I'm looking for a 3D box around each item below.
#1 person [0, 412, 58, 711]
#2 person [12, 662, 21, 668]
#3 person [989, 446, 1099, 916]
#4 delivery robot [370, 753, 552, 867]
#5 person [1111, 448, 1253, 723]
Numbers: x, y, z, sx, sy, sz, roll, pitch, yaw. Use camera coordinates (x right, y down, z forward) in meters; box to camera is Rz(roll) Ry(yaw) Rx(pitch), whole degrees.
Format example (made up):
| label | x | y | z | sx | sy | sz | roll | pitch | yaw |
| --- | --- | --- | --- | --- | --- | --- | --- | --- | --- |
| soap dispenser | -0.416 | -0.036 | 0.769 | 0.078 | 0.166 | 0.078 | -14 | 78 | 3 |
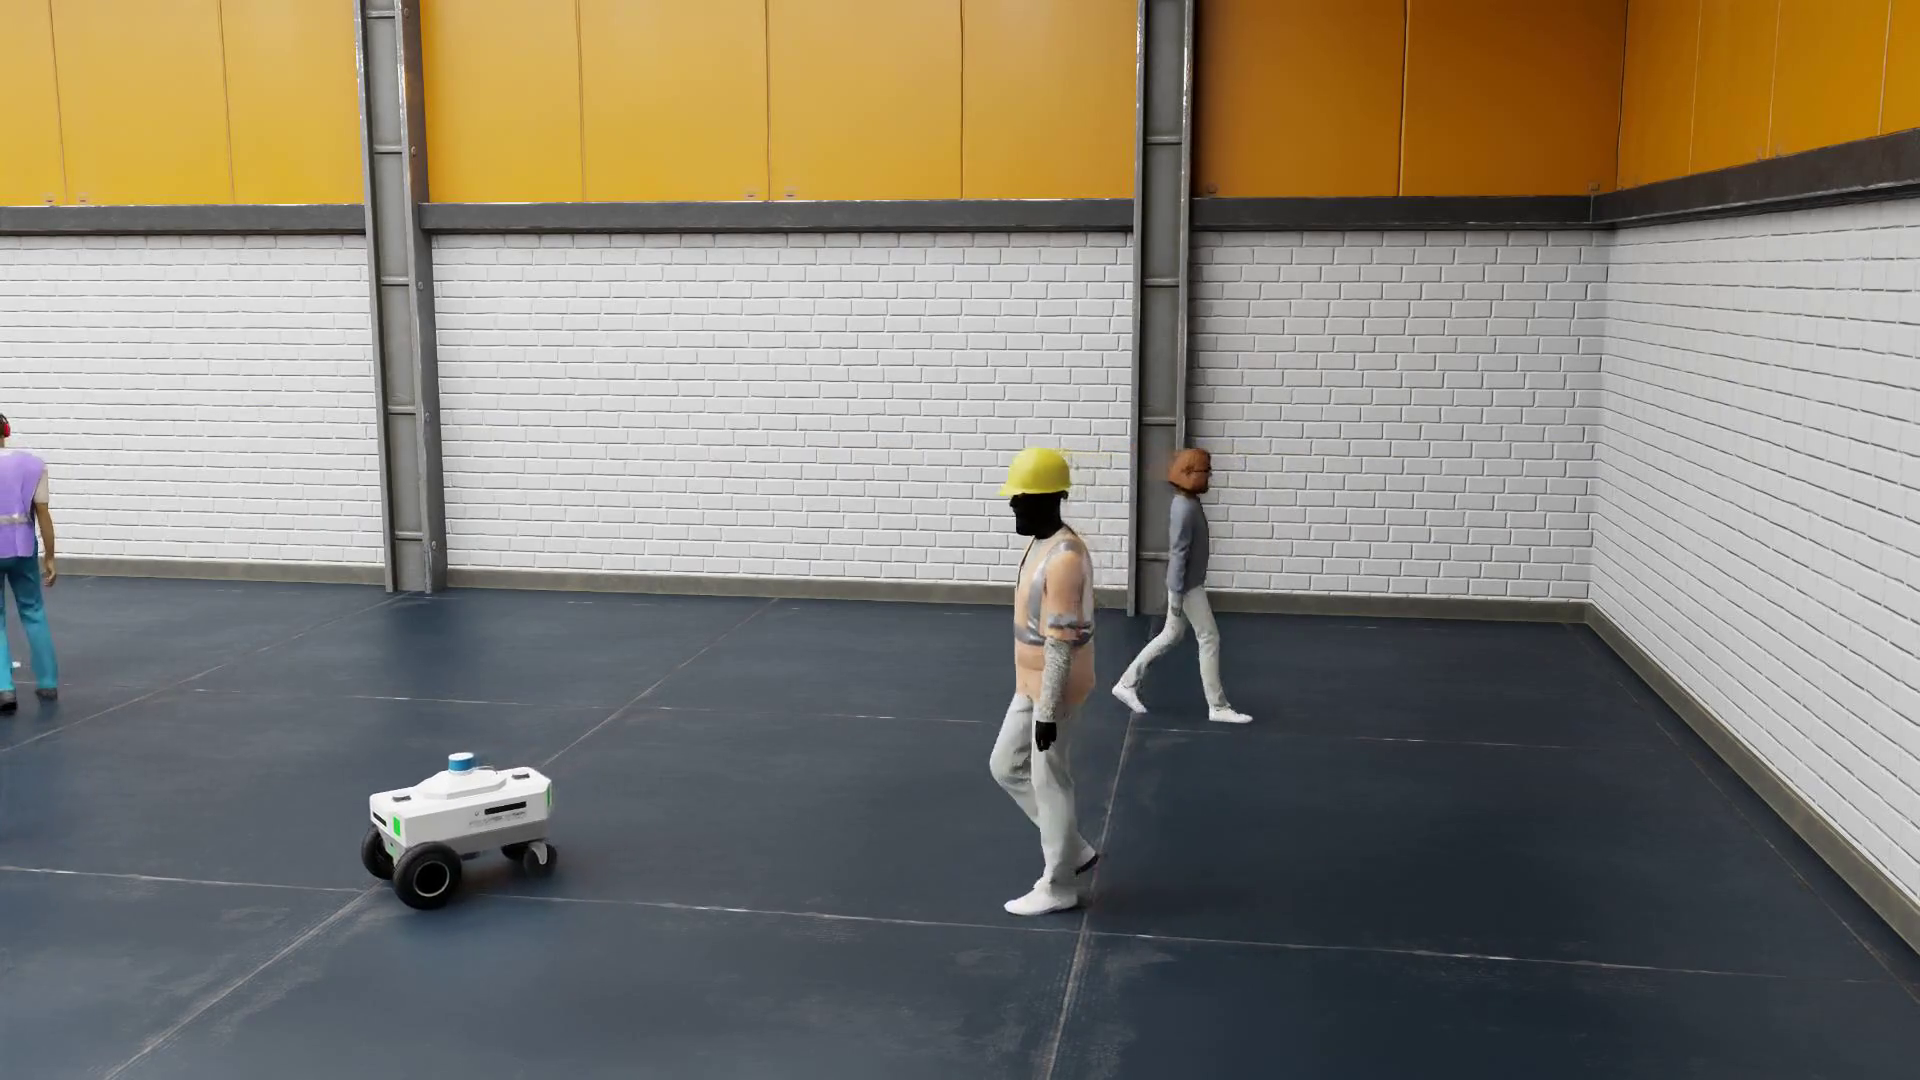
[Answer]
| label | x | y | z | sx | sy | sz | roll | pitch | yaw |
| --- | --- | --- | --- | --- | --- | --- | --- | --- | --- |
| person | -5.688 | 0.110 | 9.865 | 0.569 | 1.815 | 0.635 | -7 | 11 | -36 |
| person | -6.426 | -0.028 | 10.641 | 0.532 | 1.849 | 0.503 | -5 | 11 | -30 |
| person | 0.326 | 0.577 | 6.645 | 0.417 | 1.914 | 0.597 | -1 | 9 | -7 |
| delivery robot | -2.106 | 1.147 | 7.056 | 0.707 | 0.478 | 0.477 | -7 | 11 | -36 |
| person | 1.275 | 0.256 | 9.622 | 0.803 | 1.599 | 0.508 | 2 | 9 | 11 |
